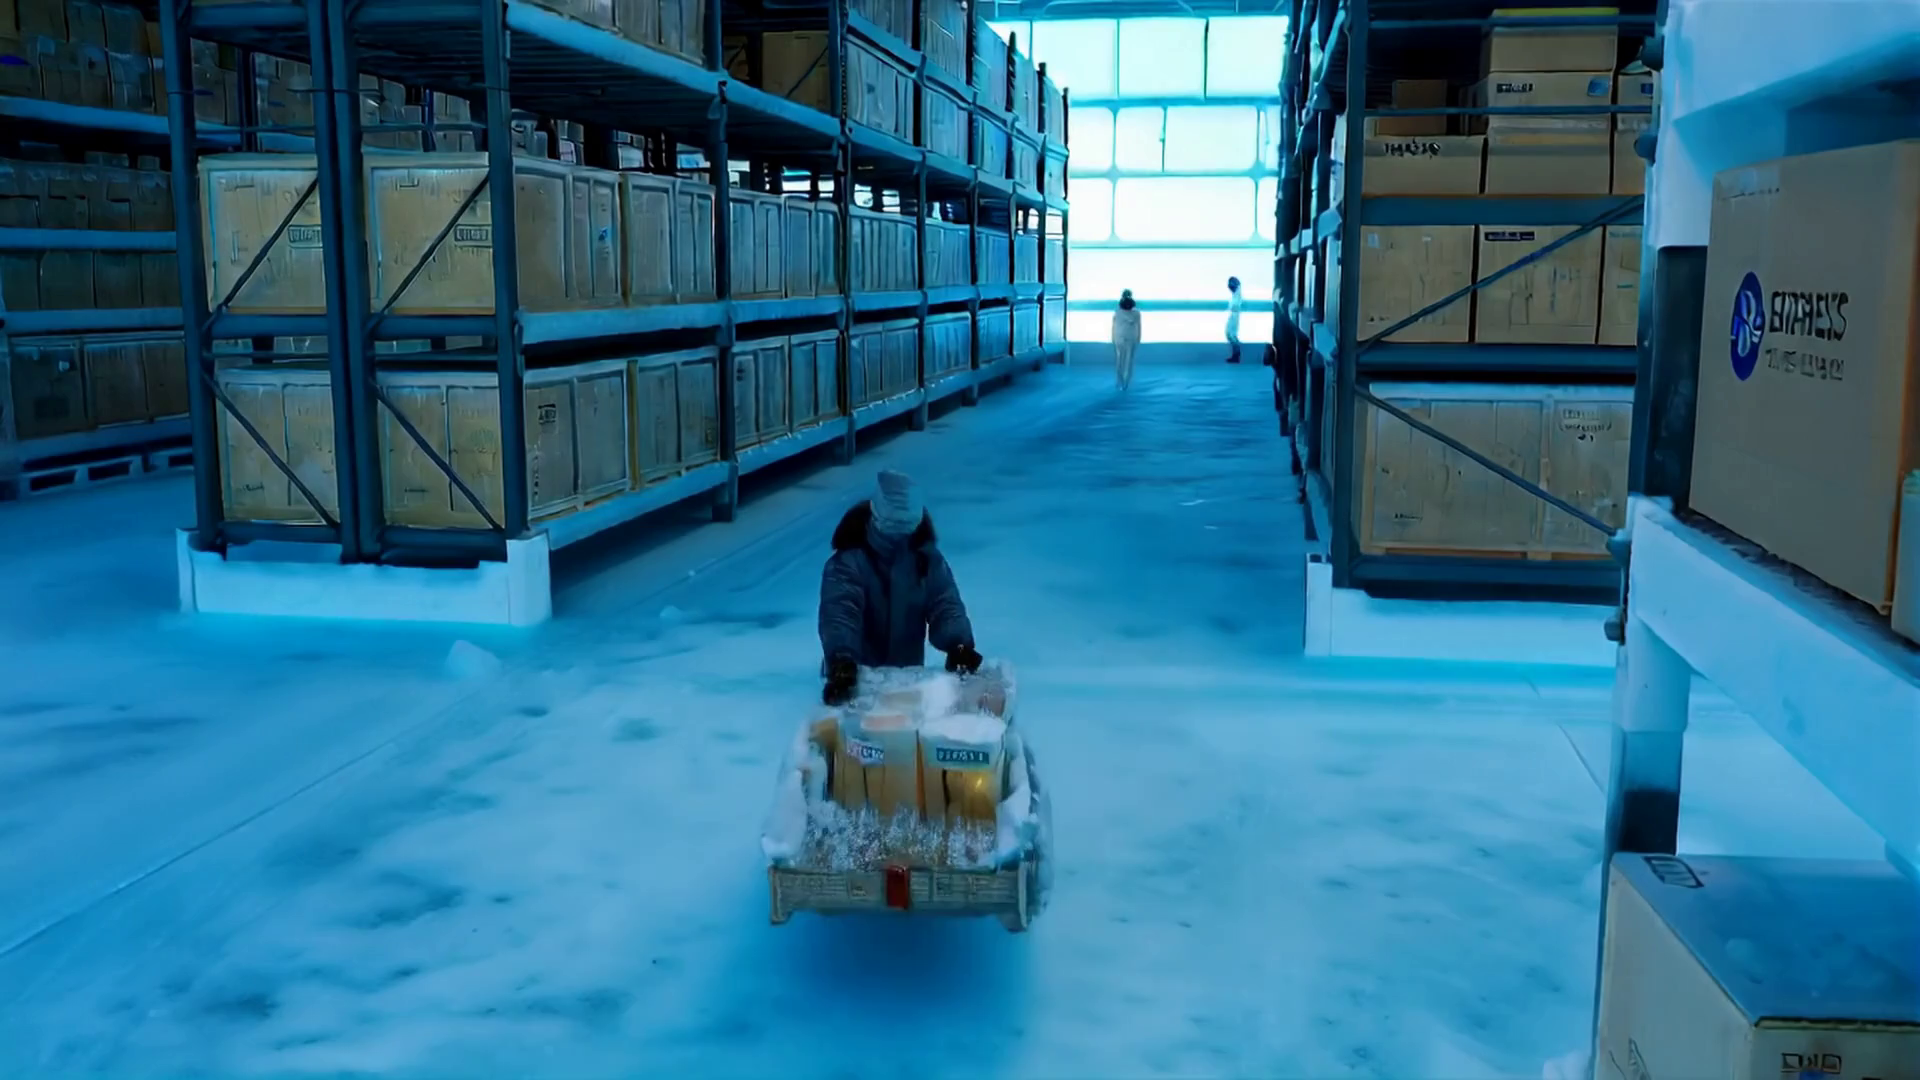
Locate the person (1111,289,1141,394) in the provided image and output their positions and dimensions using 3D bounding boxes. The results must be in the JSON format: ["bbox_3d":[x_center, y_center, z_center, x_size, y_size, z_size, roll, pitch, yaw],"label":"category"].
[{"bbox_3d":[2.749,-3.278,27.552,0.499,1.725,0.520,1,9,9],"label":"person"}]

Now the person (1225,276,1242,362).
[{"bbox_3d":[6.134,-4.942,37.315,0.418,1.922,0.578,2,9,11],"label":"person"}]
